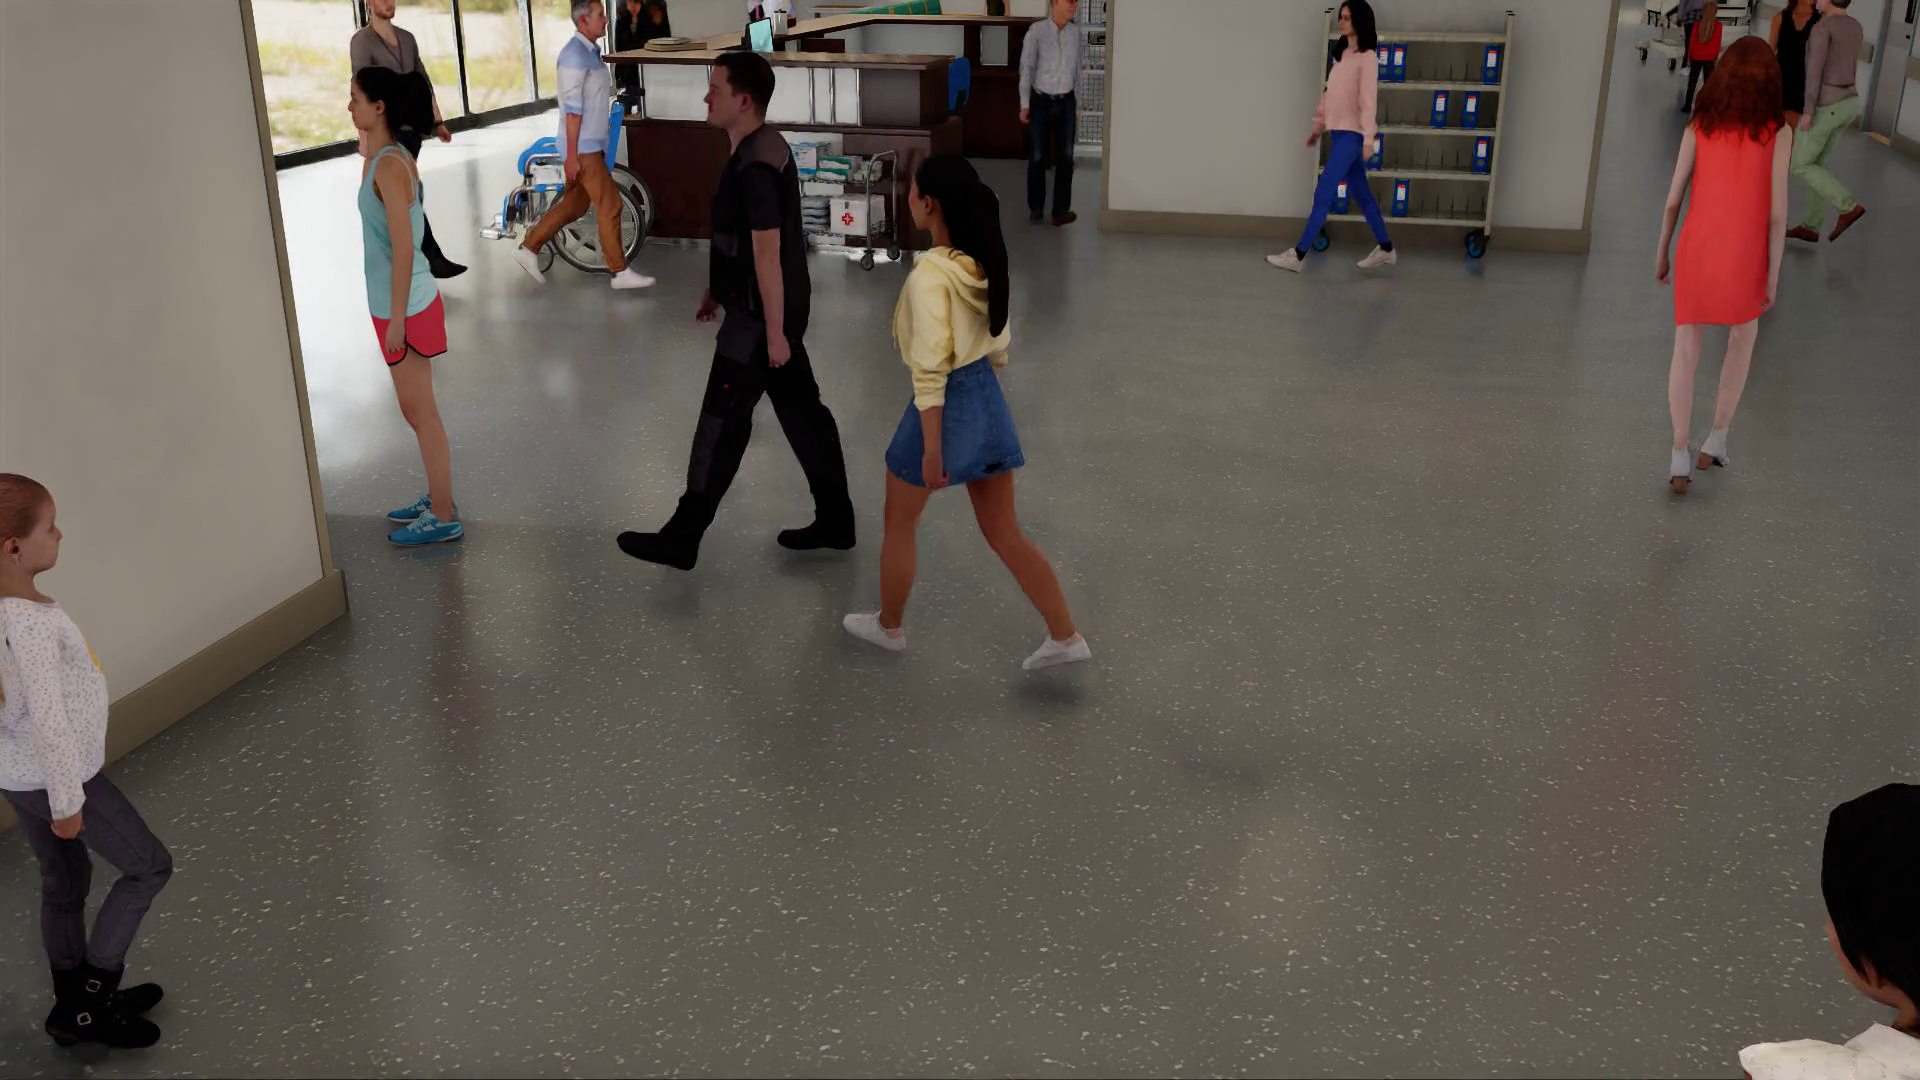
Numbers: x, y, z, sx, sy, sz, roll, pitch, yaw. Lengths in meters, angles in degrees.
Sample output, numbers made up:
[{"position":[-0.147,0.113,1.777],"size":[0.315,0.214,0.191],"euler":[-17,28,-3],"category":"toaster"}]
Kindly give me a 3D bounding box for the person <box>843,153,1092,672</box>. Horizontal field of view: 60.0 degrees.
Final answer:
[{"position":[0.062,-0.315,5.012],"size":[1.217,1.593,0.914],"euler":[14,25,33],"category":"person"}]

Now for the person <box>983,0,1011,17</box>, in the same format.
[{"position":[0.505,-6.992,22.692],"size":[0.534,1.558,0.686],"euler":[11,24,27],"category":"person"}]

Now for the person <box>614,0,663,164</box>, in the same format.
[{"position":[-2.996,-4.339,15.597],"size":[0.568,1.621,0.742],"euler":[4,21,11],"category":"person"}]

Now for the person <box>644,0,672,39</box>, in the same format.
[{"position":[-3.396,-5.424,18.437],"size":[0.635,1.639,0.704],"euler":[0,21,-1],"category":"person"}]

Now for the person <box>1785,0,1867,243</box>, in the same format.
[{"position":[6.163,-2.979,11.694],"size":[1.003,1.842,1.078],"euler":[-11,23,-26],"category":"person"}]

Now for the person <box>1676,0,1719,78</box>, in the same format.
[{"position":[10.380,-7.404,23.533],"size":[1.123,1.731,0.865],"euler":[1,21,3],"category":"person"}]

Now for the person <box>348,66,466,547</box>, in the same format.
[{"position":[-2.074,-0.853,6.192],"size":[0.727,1.765,0.699],"euler":[-6,22,-16],"category":"person"}]

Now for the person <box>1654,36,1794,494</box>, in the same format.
[{"position":[3.026,-1.057,6.667],"size":[0.738,1.809,0.809],"euler":[13,24,30],"category":"person"}]

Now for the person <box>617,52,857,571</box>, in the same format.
[{"position":[-0.603,-0.771,5.914],"size":[1.197,1.807,0.960],"euler":[-1,21,-3],"category":"person"}]

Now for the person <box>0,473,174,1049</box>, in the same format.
[{"position":[-1.886,0.489,3.345],"size":[0.556,1.271,0.636],"euler":[17,27,38],"category":"person"}]

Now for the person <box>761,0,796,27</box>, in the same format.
[{"position":[-1.747,-4.639,16.110],"size":[0.911,1.818,0.841],"euler":[-17,27,-38],"category":"person"}]

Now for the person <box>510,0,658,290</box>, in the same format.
[{"position":[-2.422,-2.430,10.320],"size":[1.244,1.788,0.914],"euler":[-1,21,-2],"category":"person"}]

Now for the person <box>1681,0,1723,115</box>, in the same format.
[{"position":[8.823,-5.722,19.733],"size":[0.456,1.278,0.585],"euler":[9,23,23],"category":"person"}]

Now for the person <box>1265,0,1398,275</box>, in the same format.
[{"position":[2.596,-2.559,10.761],"size":[1.252,1.717,0.939],"euler":[-2,21,-6],"category":"person"}]

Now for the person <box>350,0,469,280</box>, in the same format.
[{"position":[-3.689,-2.616,10.709],"size":[1.244,1.861,0.808],"euler":[9,23,23],"category":"person"}]

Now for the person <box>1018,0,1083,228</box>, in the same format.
[{"position":[0.674,-3.302,12.635],"size":[1.126,1.780,1.061],"euler":[-3,21,-9],"category":"person"}]

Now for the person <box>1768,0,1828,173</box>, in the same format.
[{"position":[6.691,-3.621,13.428],"size":[0.770,1.814,0.754],"euler":[13,24,30],"category":"person"}]
